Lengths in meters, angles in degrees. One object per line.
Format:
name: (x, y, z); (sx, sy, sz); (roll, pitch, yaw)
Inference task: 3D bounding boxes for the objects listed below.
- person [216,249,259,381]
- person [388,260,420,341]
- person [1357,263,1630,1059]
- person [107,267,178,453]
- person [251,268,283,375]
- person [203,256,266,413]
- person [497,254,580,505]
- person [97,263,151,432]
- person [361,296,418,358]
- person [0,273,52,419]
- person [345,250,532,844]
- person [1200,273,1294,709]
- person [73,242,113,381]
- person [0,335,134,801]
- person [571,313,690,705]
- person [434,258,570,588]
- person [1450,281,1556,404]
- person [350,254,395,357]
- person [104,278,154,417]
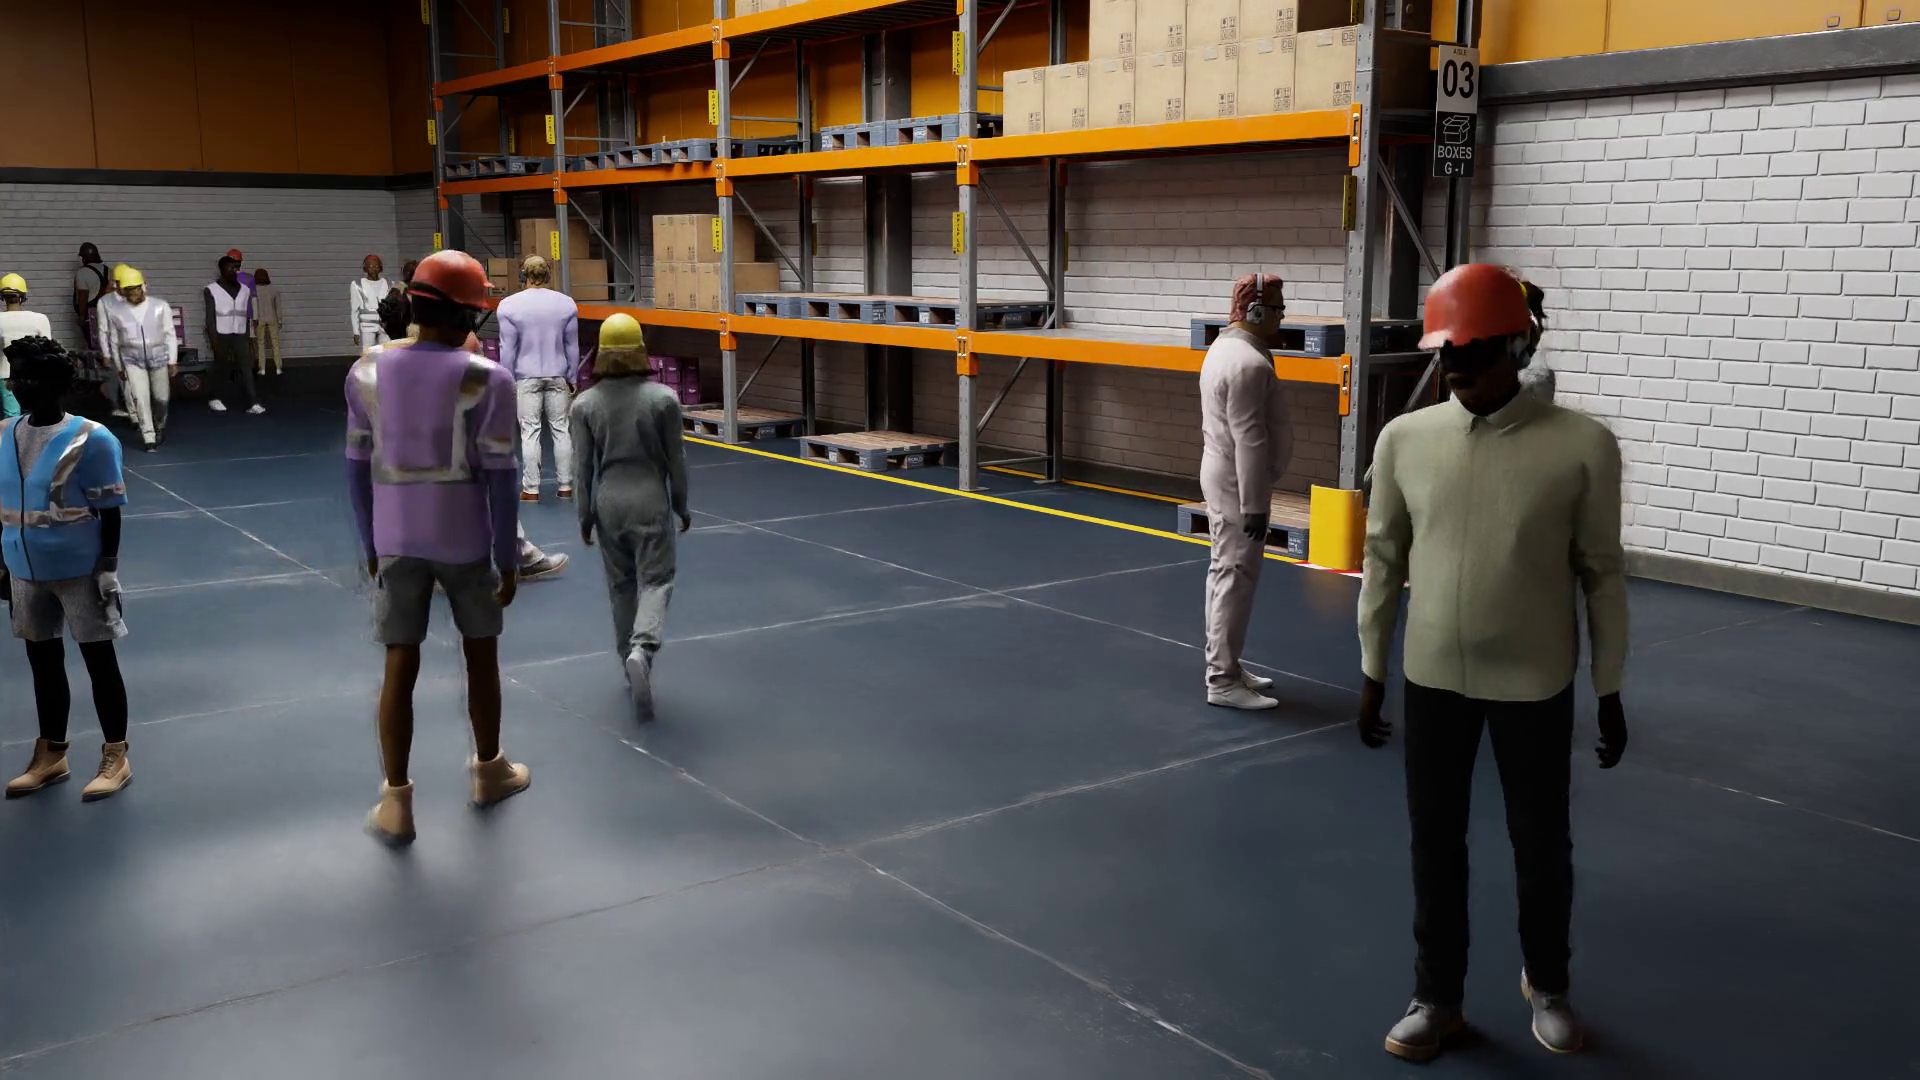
person: (-10.638, -3.309, 24.513); (0.552, 1.937, 0.356); (-5, 11, -27)
person: (-6.360, -2.354, 19.480); (0.508, 1.821, 0.629); (7, 12, 34)
person: (1.331, 0.317, 4.140); (0.664, 1.971, 0.594); (7, 12, 34)
person: (-7.979, -1.768, 16.277); (0.592, 1.799, 0.767); (-5, 12, -28)
person: (-10.704, -3.357, 25.627); (0.498, 1.636, 0.281); (-6, 12, -29)
person: (-8.768, -2.456, 19.954); (1.031, 1.874, 0.601); (7, 12, 36)
person: (-3.263, -1.240, 12.920); (0.631, 1.940, 0.372); (-6, 12, -30)
person: (-9.021, -2.094, 18.063); (0.602, 1.809, 0.700); (-8, 13, -39)
person: (-3.531, -0.698, 10.570); (0.319, 1.695, 0.532); (10, 14, 44)
person: (-7.926, -1.357, 14.056); (0.523, 1.769, 0.315); (-5, 11, -24)
person: (-1.827, 0.015, 5.775); (0.624, 2.005, 0.720); (0, 10, 1)
person: (1.252, -0.209, 7.281); (0.399, 1.897, 0.647); (0, 10, 0)
person: (-12.793, -3.366, 24.543); (0.536, 2.000, 0.683); (3, 11, 17)
person: (-3.282, 0.106, 6.057); (0.531, 1.698, 0.320); (2, 10, 11)
person: (-1.467, -0.138, 7.353); (0.495, 1.719, 0.720); (0, 10, 0)
person: (-2.892, -0.679, 9.767); (1.037, 1.939, 0.628); (-6, 12, -30)
person: (2.266, -0.143, 6.987); (0.313, 1.864, 0.534); (-8, 13, -38)
person: (-7.300, -2.618, 20.791); (0.587, 1.882, 0.342); (-8, 13, -37)
person: (-9.709, -2.234, 19.378); (0.594, 1.610, 0.534); (2, 10, 10)
